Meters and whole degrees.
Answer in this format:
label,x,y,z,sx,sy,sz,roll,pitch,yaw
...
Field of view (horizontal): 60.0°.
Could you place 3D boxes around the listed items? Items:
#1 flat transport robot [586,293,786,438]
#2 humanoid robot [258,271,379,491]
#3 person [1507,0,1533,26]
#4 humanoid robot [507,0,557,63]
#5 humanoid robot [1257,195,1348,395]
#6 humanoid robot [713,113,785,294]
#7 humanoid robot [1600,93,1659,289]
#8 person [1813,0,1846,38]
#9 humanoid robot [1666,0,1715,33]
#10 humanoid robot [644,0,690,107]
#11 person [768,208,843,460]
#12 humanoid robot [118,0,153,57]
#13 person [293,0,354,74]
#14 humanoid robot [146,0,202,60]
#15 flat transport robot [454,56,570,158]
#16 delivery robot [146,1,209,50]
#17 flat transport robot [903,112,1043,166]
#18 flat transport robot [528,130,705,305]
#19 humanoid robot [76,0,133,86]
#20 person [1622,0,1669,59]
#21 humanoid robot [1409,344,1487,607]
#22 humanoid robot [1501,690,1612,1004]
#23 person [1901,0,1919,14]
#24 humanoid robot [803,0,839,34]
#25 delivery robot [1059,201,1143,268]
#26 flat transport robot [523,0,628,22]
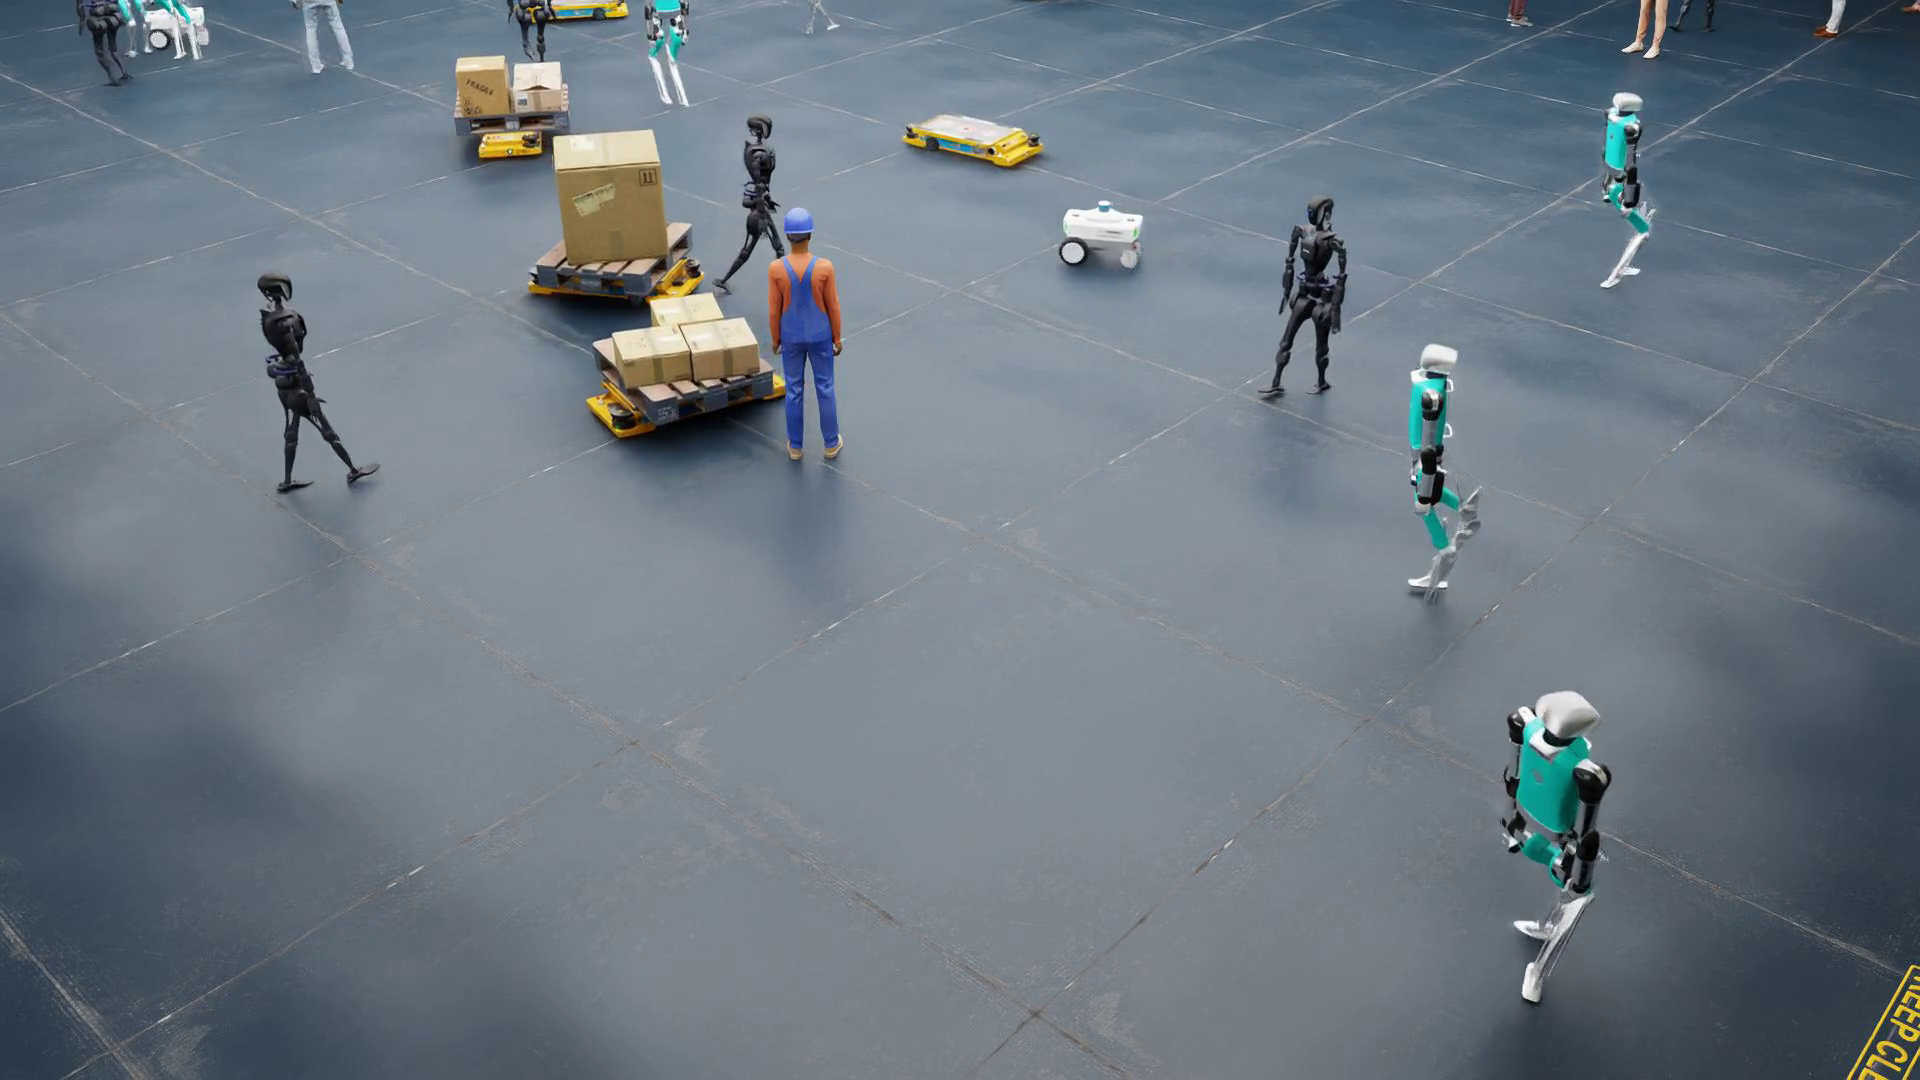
label,x,y,z,sx,sy,sz,roll,pitch,yaw
flat transport robot,-2.138,-1.169,13.036,1.431,0.231,0.659,-19,36,-27
humanoid robot,-4.602,-1.133,11.662,0.676,1.640,0.599,-20,37,-28
person,7.657,-7.856,22.348,0.379,1.806,0.550,2,32,3
humanoid robot,-5.218,-6.503,20.298,0.592,1.637,0.589,-15,35,-23
humanoid robot,2.699,-1.839,12.799,0.661,1.639,0.599,-24,39,-34
humanoid robot,-1.801,-2.957,14.646,0.842,1.624,0.601,-1,32,-2
humanoid robot,6.031,-3.083,14.727,0.873,1.769,0.594,-3,32,-4
person,11.599,-7.545,21.825,0.367,1.831,0.505,18,36,26
humanoid robot,9.838,-7.504,21.932,0.732,1.632,0.597,-17,35,-25
humanoid robot,-3.443,-5.913,19.287,0.547,1.787,0.781,-18,36,-26
person,-1.104,-1.462,11.960,0.511,1.905,0.363,-2,32,-2
humanoid robot,-10.513,-6.986,20.967,0.530,1.751,0.692,-25,40,-35
person,-7.884,-6.706,20.402,0.631,1.907,0.445,-18,36,-27
humanoid robot,-9.935,-6.899,20.930,0.539,1.856,0.654,0,32,1
flat transport robot,-4.954,-4.594,18.551,0.659,0.231,1.431,-6,32,-10
delivery robot,-10.268,-6.734,21.728,0.770,0.595,0.499,-11,33,-17
flat transport robot,0.134,-4.396,18.234,1.431,0.231,0.659,20,37,29
flat transport robot,-3.086,-2.381,14.988,1.431,0.231,0.659,7,32,11
humanoid robot,-10.336,-6.312,19.978,0.359,1.639,0.589,14,35,22
person,8.817,-7.052,20.987,0.346,1.873,0.528,-19,36,-27
humanoid robot,3.068,-0.319,10.381,0.724,1.896,0.540,5,32,7
humanoid robot,2.827,1.346,7.591,0.885,1.764,0.588,-15,35,-22
person,13.386,-8.088,22.642,0.657,1.890,0.545,-25,40,-34
humanoid robot,-1.944,-7.585,22.077,0.796,1.863,0.558,-23,39,-33
delivery robot,1.307,-2.849,15.485,0.807,0.609,0.499,7,33,11
flat transport robot,-5.348,-7.373,23.027,1.431,0.231,0.659,-8,33,-12
